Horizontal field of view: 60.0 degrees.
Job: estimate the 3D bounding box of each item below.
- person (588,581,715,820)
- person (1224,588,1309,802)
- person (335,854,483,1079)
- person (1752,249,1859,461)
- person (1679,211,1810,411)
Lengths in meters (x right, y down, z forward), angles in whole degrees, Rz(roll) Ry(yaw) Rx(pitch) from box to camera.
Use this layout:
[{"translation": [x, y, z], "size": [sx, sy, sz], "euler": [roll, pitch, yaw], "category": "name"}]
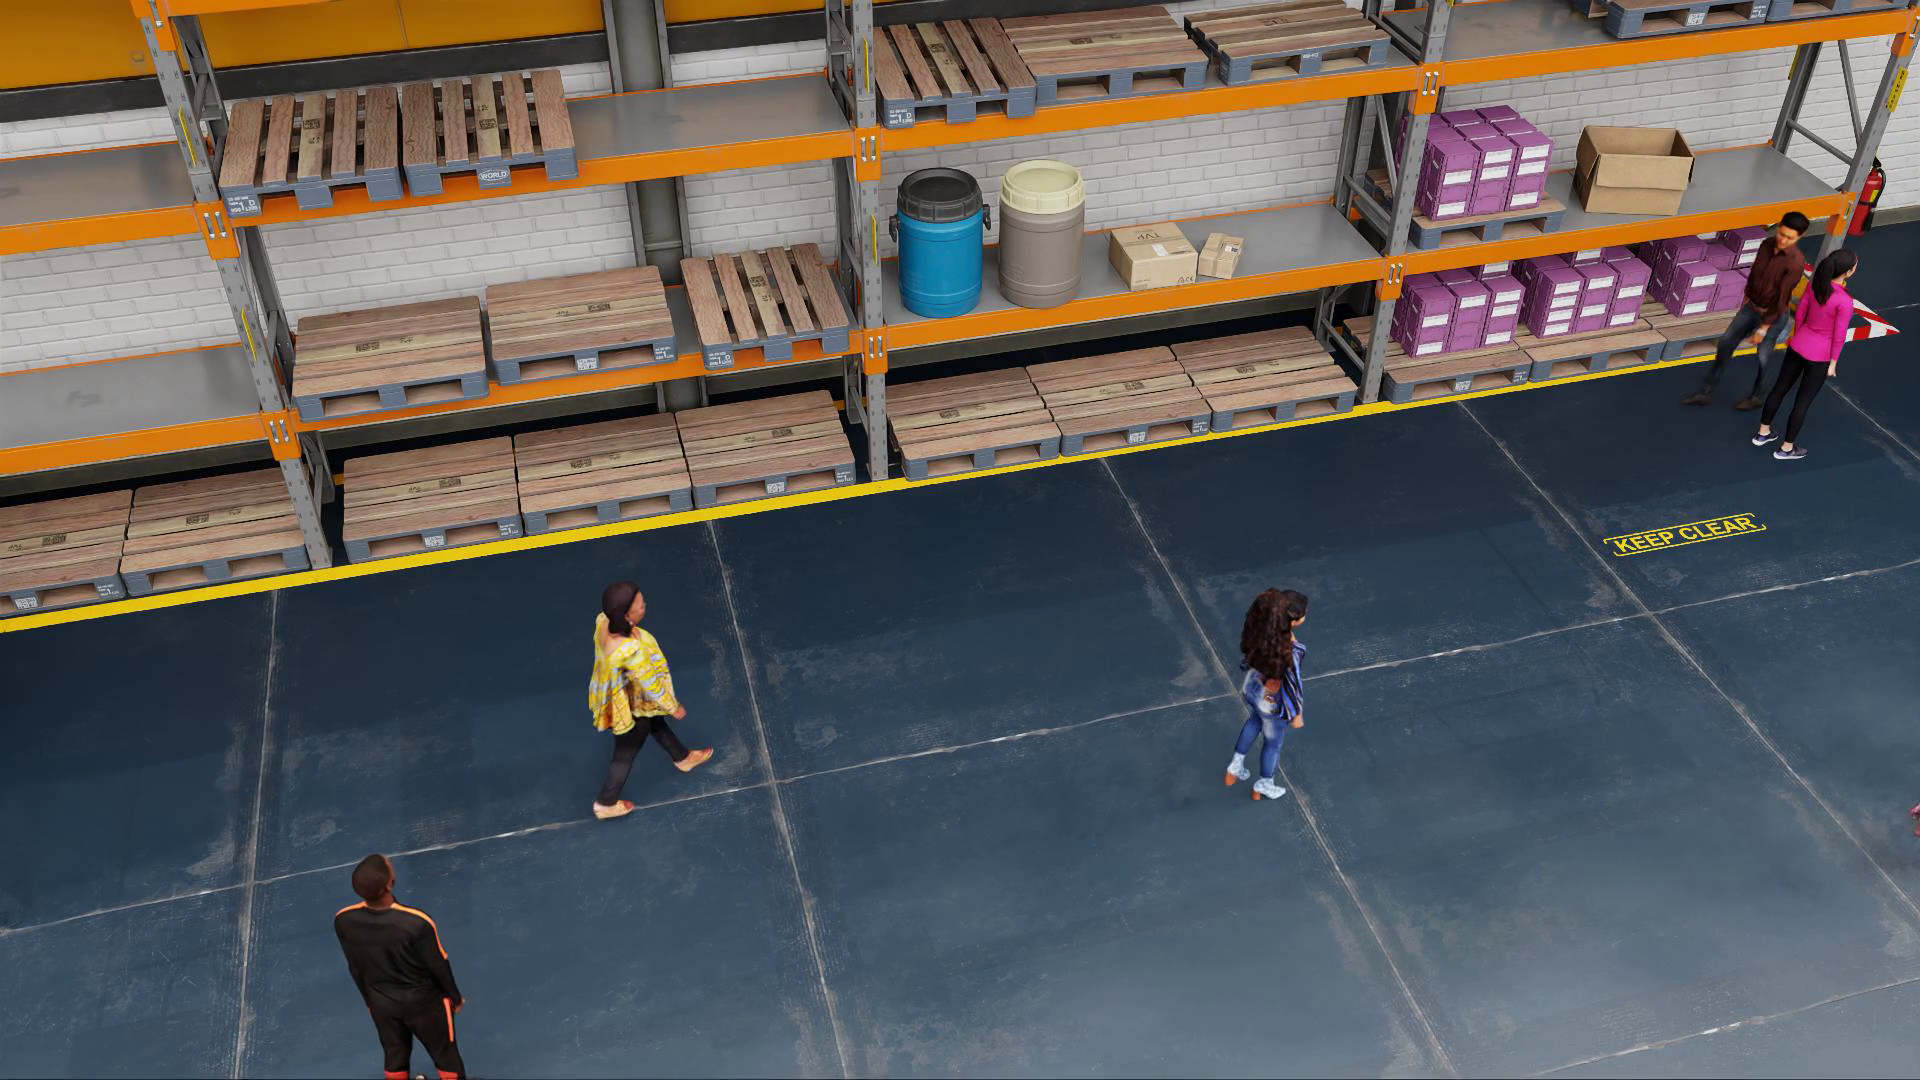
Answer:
[{"translation": [-1.927, 0.954, 9.390], "size": [1.101, 1.612, 0.854], "euler": [-18, 42, -21], "category": "person"}, {"translation": [1.718, 0.898, 9.455], "size": [0.645, 1.619, 0.682], "euler": [-16, 41, -19], "category": "person"}, {"translation": [-2.584, 2.136, 7.757], "size": [0.596, 1.804, 0.743], "euler": [2, 39, 2], "category": "person"}, {"translation": [6.258, -1.380, 12.252], "size": [0.601, 1.698, 0.607], "euler": [-14, 41, -17], "category": "person"}, {"translation": [6.178, -1.711, 12.627], "size": [0.922, 1.738, 0.699], "euler": [-12, 40, -14], "category": "person"}]
